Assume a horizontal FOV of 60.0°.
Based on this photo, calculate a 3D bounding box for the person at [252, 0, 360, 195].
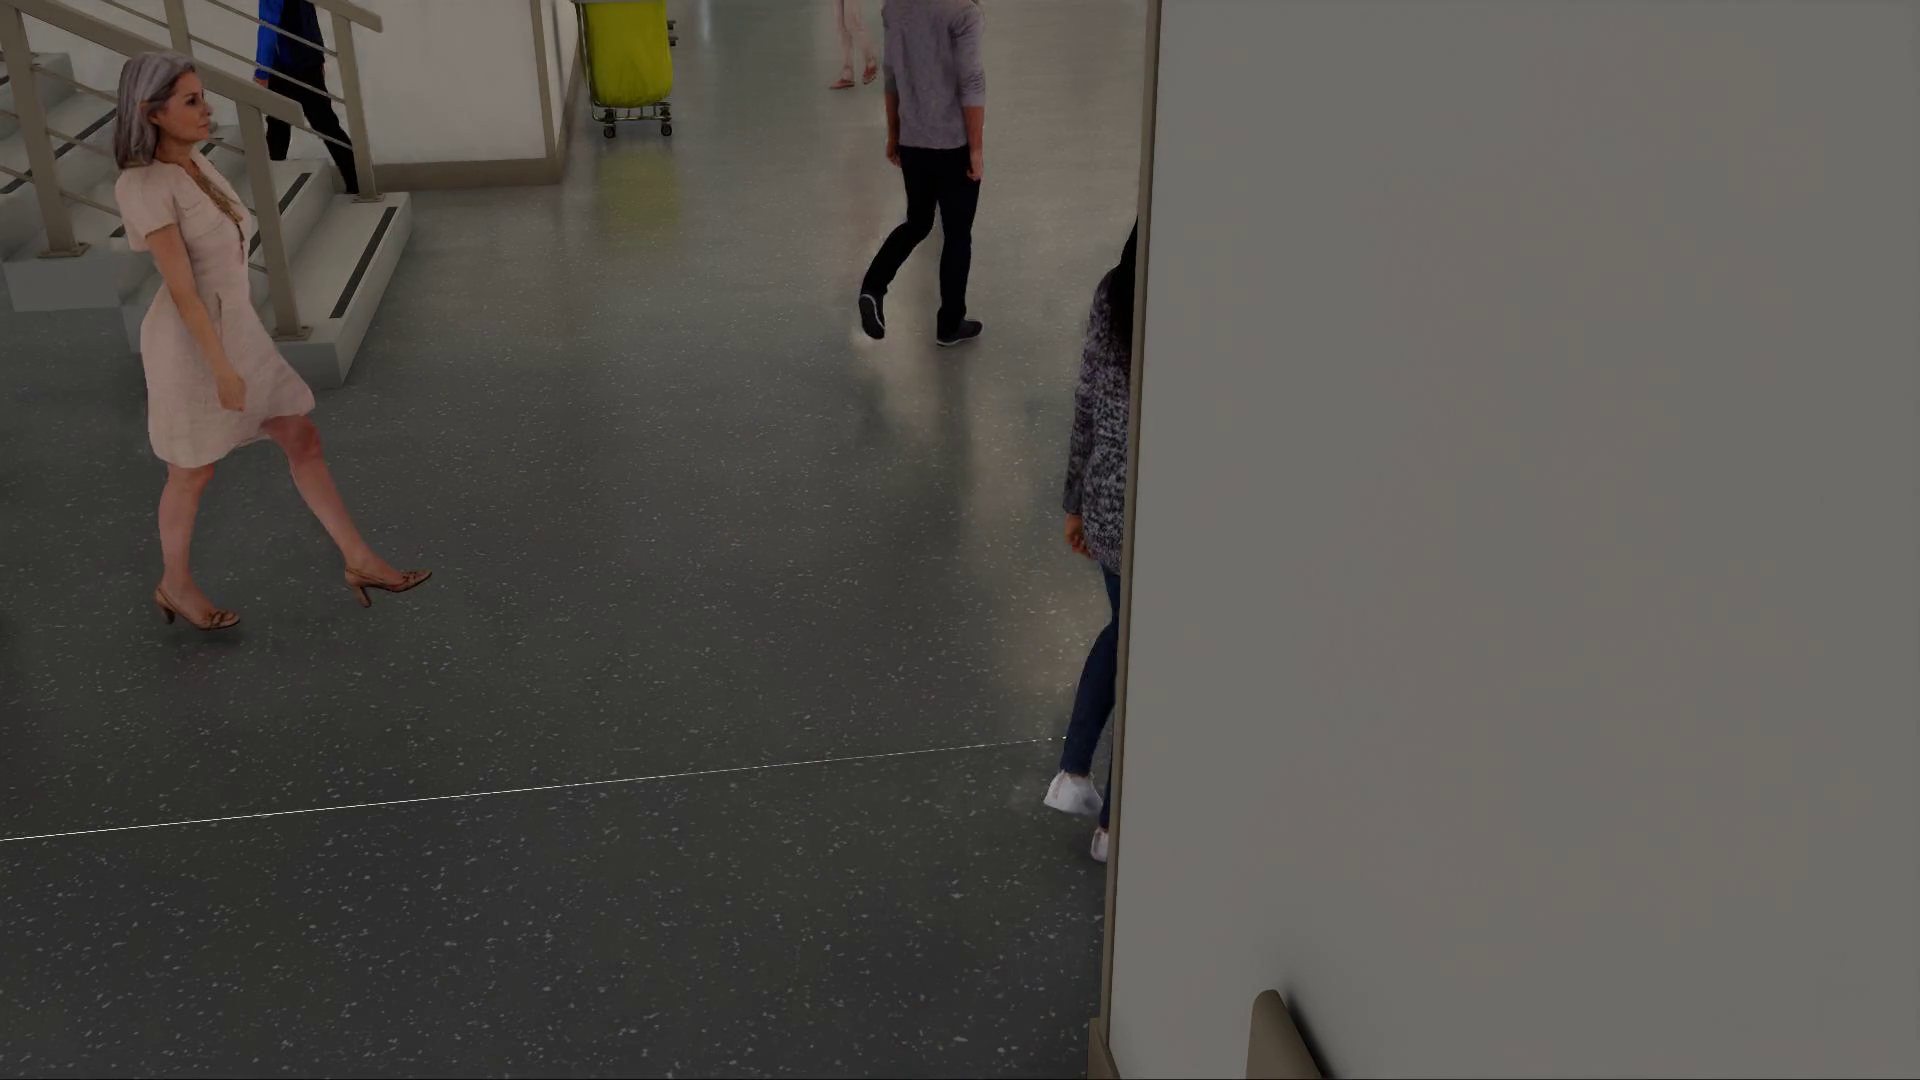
[{"bbox_3d":[-3.576,-2.648,9.199,1.066,1.723,0.671,-3,26,-7],"label":"person"}]

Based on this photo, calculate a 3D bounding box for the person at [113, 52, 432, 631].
[{"bbox_3d":[-2.236,-0.486,4.738,1.061,1.704,0.693,-2,26,-3],"label":"person"}]

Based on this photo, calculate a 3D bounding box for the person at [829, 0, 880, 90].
[{"bbox_3d":[-0.805,-4.349,12.732,0.766,1.718,0.822,21,33,37],"label":"person"}]

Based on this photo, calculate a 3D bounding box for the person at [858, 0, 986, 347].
[{"bbox_3d":[-0.155,-1.668,7.047,0.971,1.826,1.048,19,32,34],"label":"person"}]
